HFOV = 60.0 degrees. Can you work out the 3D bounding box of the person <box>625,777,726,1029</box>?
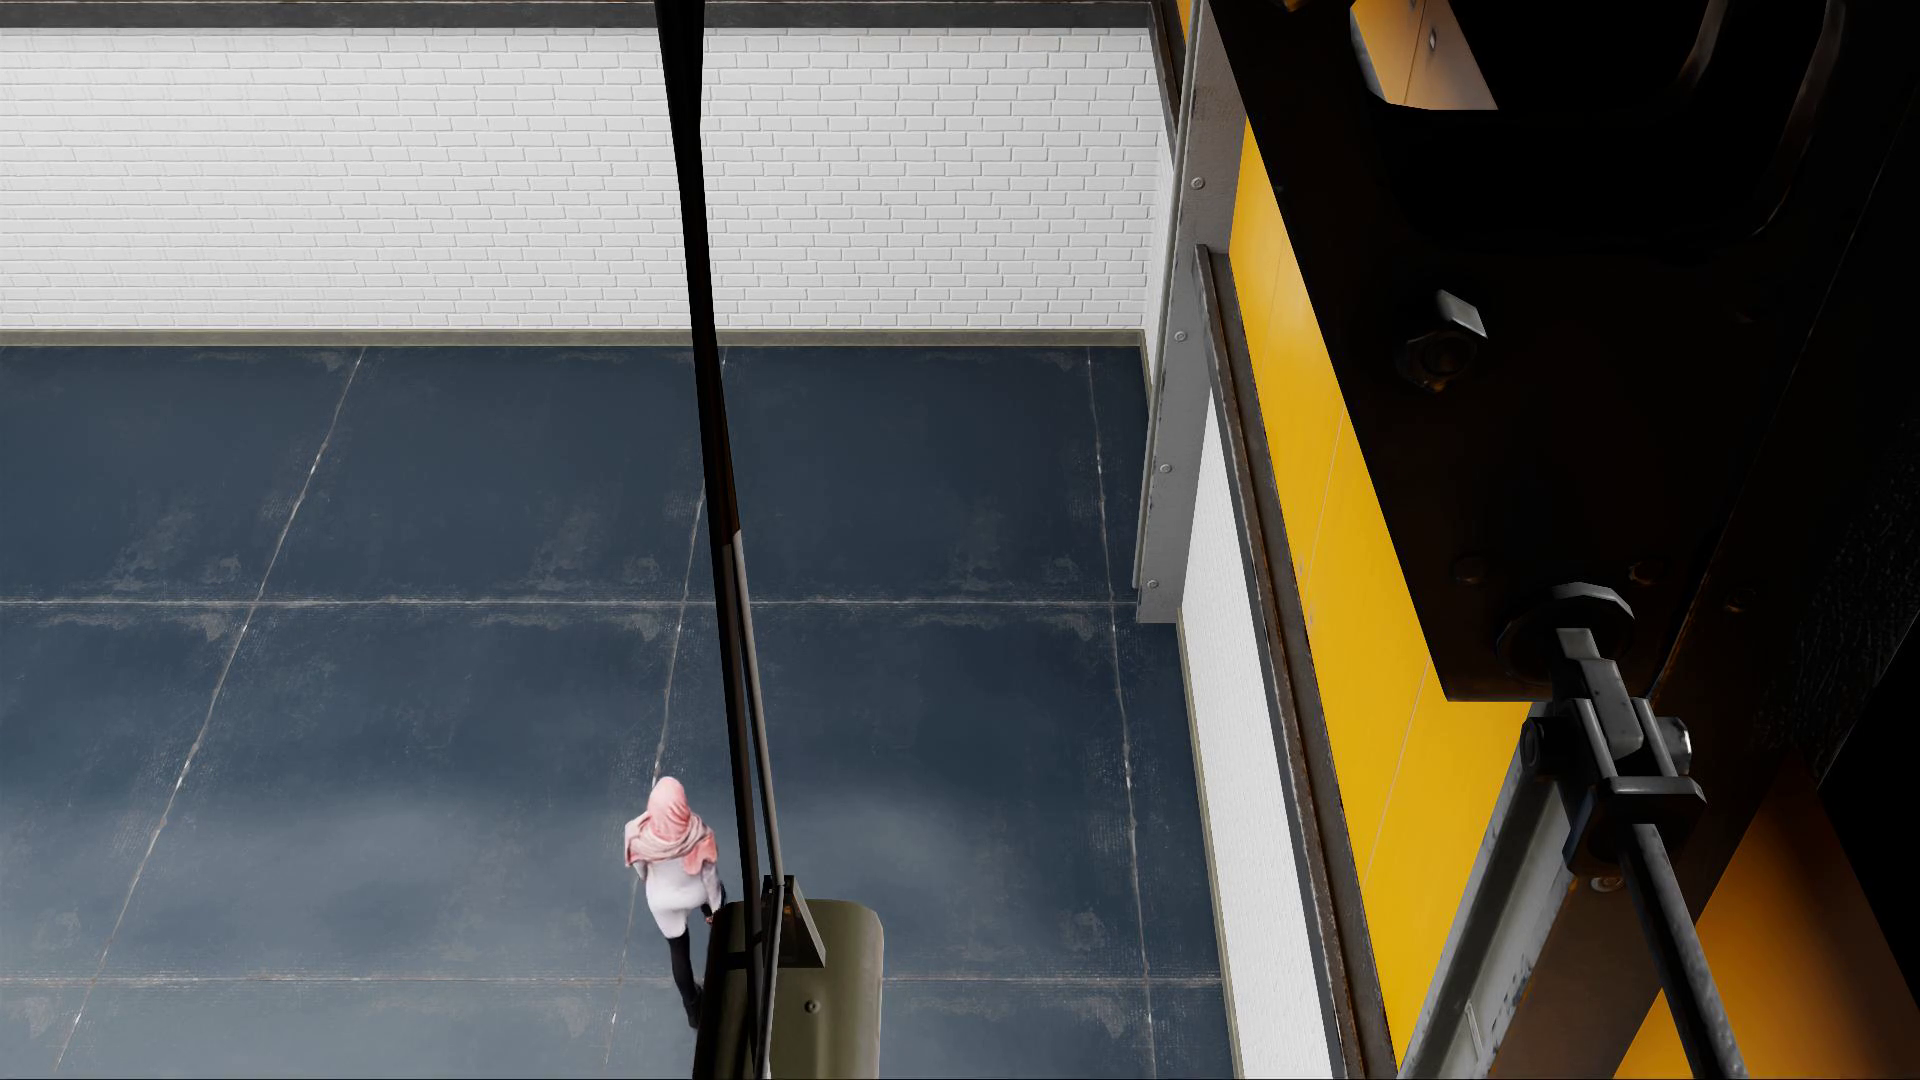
[{"bbox_3d":[-1.481,1.942,8.794,0.711,1.767,1.118,-4,44,-4],"label":"person"}]
